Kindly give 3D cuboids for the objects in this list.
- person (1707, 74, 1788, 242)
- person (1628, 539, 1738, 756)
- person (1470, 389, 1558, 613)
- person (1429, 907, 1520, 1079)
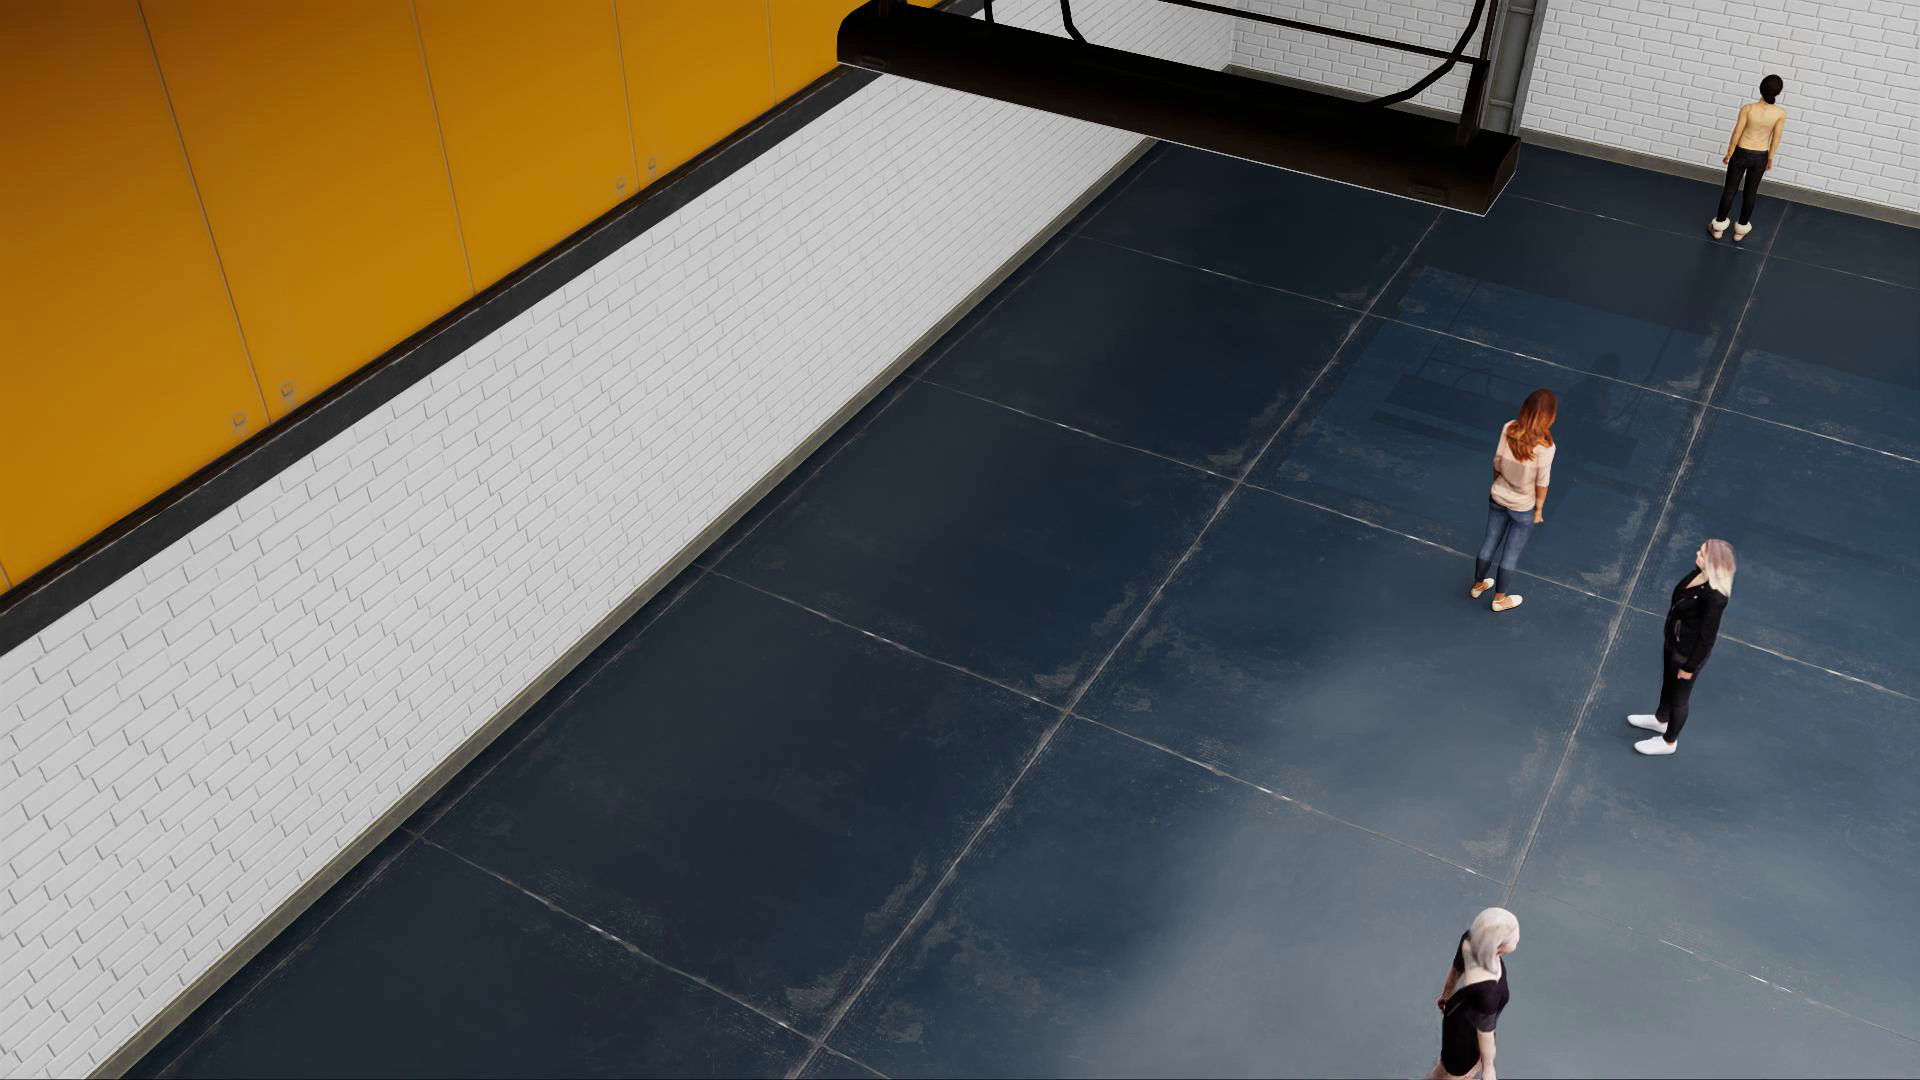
[{"bbox_3d":[7.557,-3.661,15.903,0.564,1.659,0.694,12,40,14],"label":"person"},{"bbox_3d":[4.585,0.672,10.456,0.650,1.685,0.680,6,39,8],"label":"person"},{"bbox_3d":[3.852,-0.278,11.560,0.725,1.792,0.600,-24,44,-27],"label":"person"},{"bbox_3d":[2.385,2.414,8.171,0.794,1.815,0.750,2,39,3],"label":"person"}]
